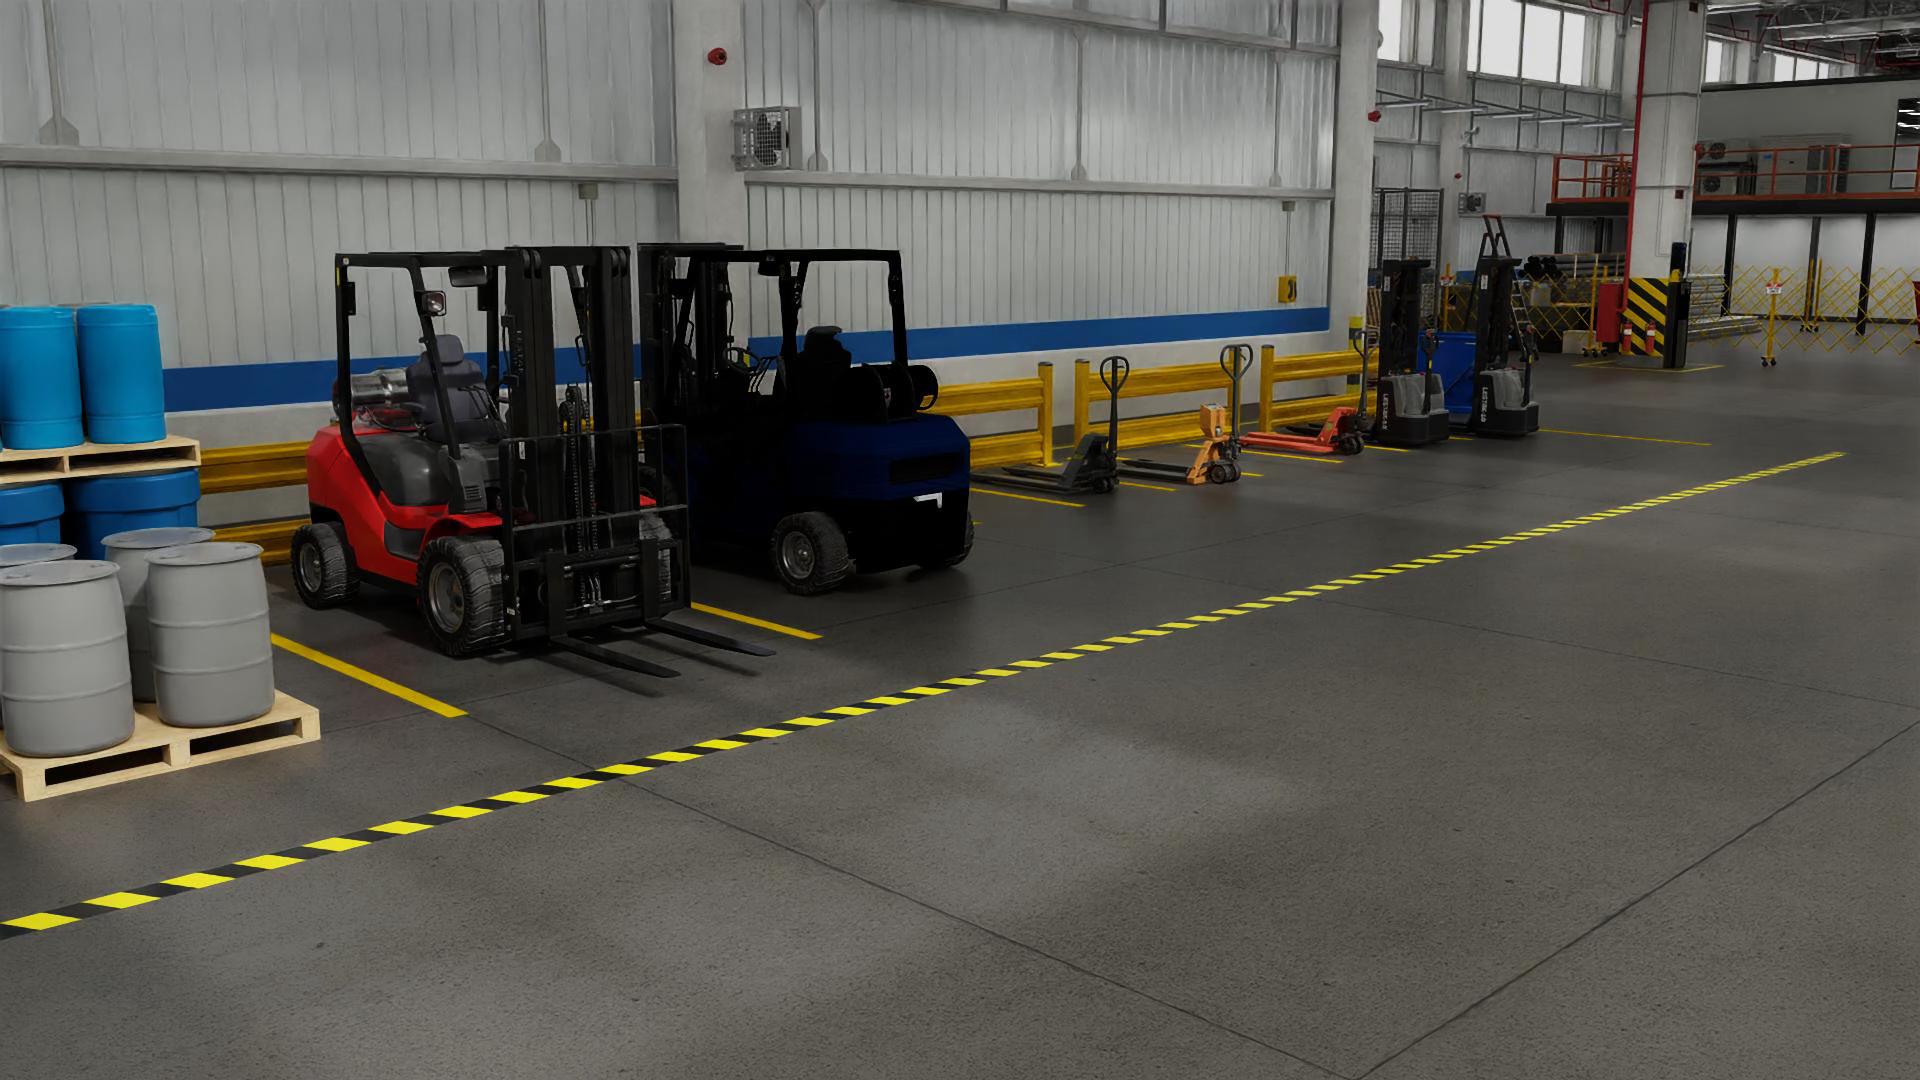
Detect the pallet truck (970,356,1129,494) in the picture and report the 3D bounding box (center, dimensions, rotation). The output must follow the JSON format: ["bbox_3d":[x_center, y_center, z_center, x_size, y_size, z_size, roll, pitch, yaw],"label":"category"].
[{"bbox_3d":[0.784,-1.085,14.876,0.680,1.201,1.601,-10,14,-44],"label":"pallet truck"}]

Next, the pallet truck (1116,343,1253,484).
[{"bbox_3d":[1.962,-1.215,15.415,1.522,1.261,0.704,10,14,43],"label":"pallet truck"}]

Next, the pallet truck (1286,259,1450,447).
[{"bbox_3d":[4.493,-2.078,18.196,0.823,1.965,1.885,-9,14,-40],"label":"pallet truck"}]

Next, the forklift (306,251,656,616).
[{"bbox_3d":[-2.833,-0.669,9.694,1.157,1.987,2.680,-10,14,-44],"label":"forklift"}]

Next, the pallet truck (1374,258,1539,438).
[{"bbox_3d":[5.704,-2.208,18.901,1.885,1.965,0.823,10,14,43],"label":"pallet truck"}]

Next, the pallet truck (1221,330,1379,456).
[{"bbox_3d":[3.563,-1.581,17.381,0.653,1.274,1.630,-10,14,-44],"label":"pallet truck"}]

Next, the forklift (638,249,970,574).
[{"bbox_3d":[-1.173,-0.958,11.239,2.680,1.987,1.157,10,14,43],"label":"forklift"}]
